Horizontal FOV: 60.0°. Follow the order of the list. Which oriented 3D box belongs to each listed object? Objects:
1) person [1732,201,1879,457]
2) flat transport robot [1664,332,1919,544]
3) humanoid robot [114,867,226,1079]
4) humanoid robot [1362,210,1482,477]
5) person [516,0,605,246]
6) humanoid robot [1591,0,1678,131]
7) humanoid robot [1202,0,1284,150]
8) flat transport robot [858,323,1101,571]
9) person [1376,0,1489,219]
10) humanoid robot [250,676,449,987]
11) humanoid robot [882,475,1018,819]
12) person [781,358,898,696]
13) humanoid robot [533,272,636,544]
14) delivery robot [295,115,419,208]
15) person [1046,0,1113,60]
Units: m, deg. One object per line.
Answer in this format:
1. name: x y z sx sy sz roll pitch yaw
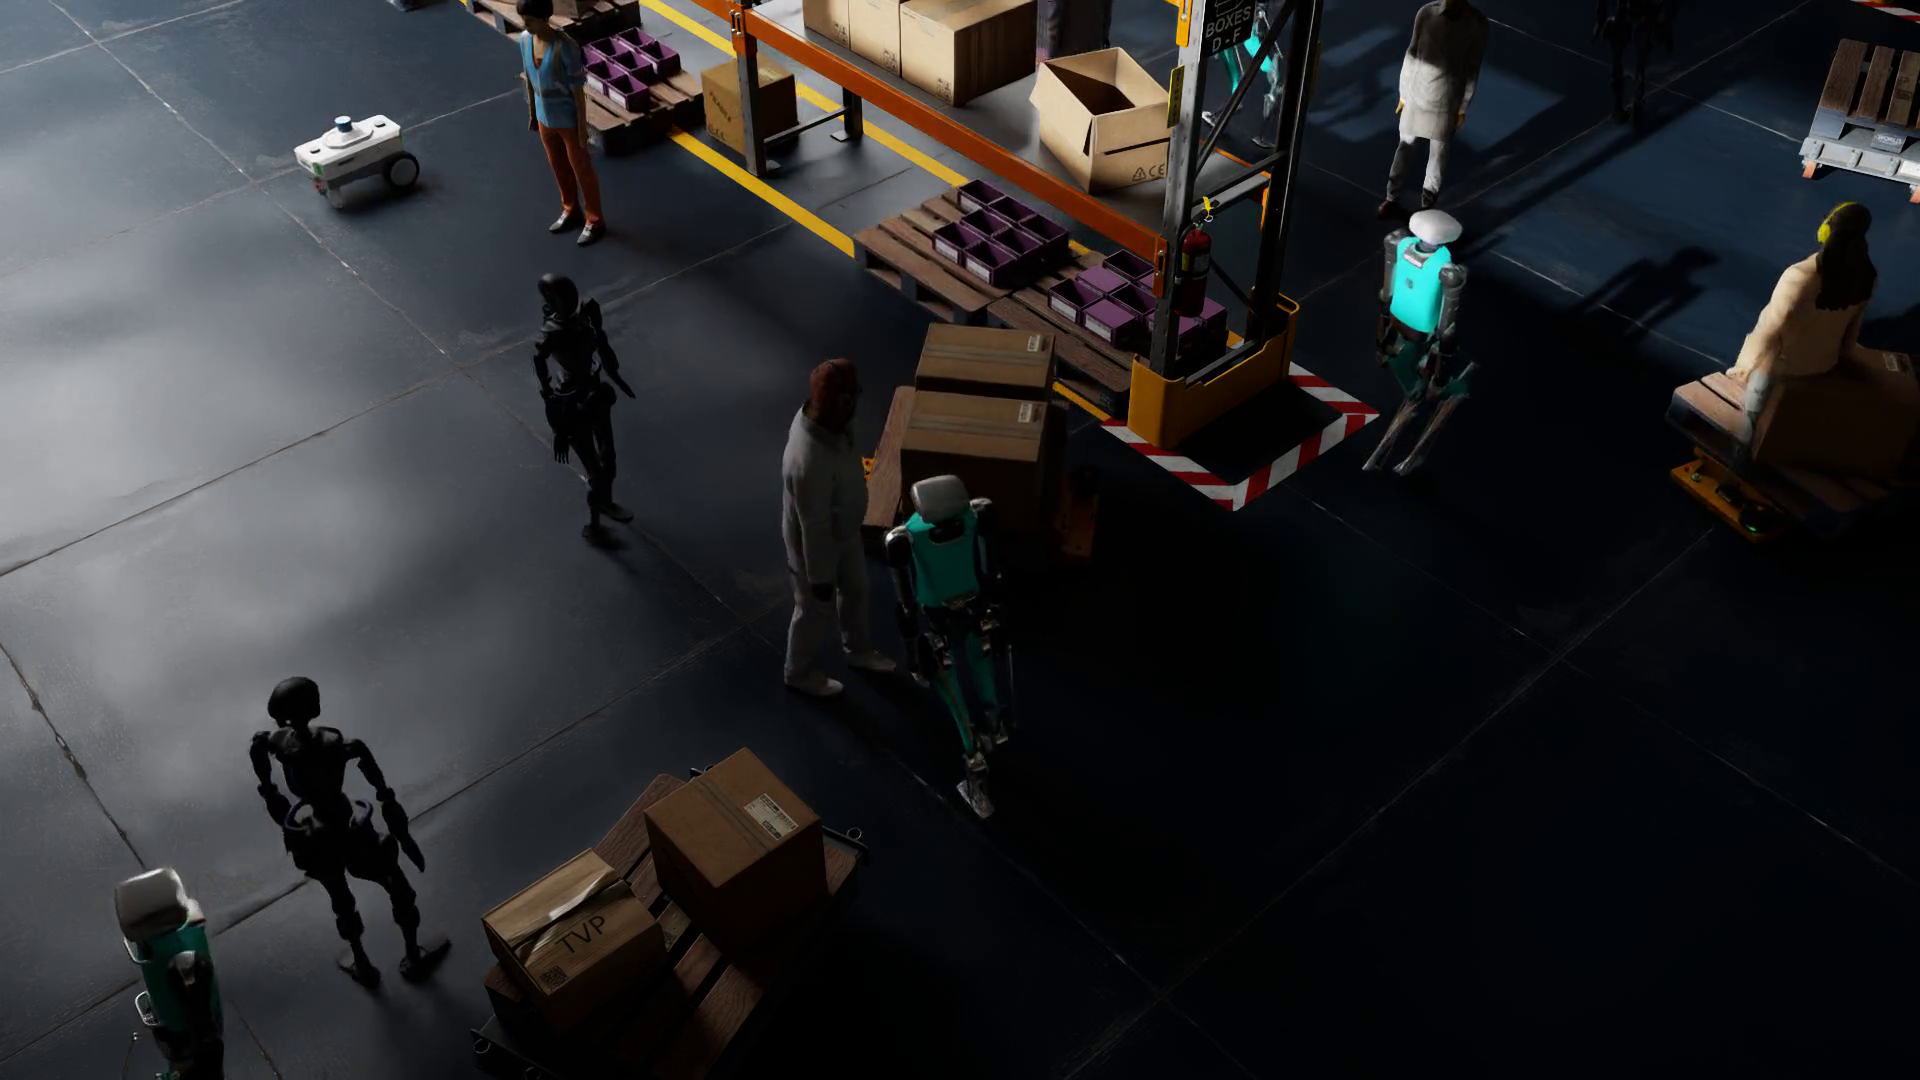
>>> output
1. person: 4.512 -0.972 8.979 0.579 1.865 0.388 -8 43 -9
2. flat transport robot: 4.865 -0.440 9.573 1.431 0.231 0.659 -19 46 -20
3. humanoid robot: -2.893 1.956 5.886 0.875 1.771 0.597 -27 49 -27
4. humanoid robot: 2.626 -1.060 9.172 0.739 1.794 0.540 -24 48 -24
5. person: -2.673 -2.806 11.049 0.497 1.759 0.341 22 47 22
6. humanoid robot: 4.966 -3.803 12.201 0.625 1.627 0.488 22 47 22
7. humanoid robot: 2.086 -3.556 11.901 0.539 1.756 0.990 -17 45 -18
8. flat transport robot: 0.047 -0.204 9.316 1.431 0.231 0.659 6 43 6
9. person: 3.185 -2.971 11.172 0.501 1.834 0.367 17 45 17
10. humanoid robot: -2.510 1.215 6.753 0.610 1.640 0.403 5 43 5
11. humanoid robot: 0.056 0.599 7.400 0.555 1.804 0.819 -18 46 -19
12. person: -0.577 -0.024 7.938 0.581 1.875 0.707 9 43 9
13. humanoid robot: -1.966 -0.733 8.850 0.375 1.652 0.612 19 46 19
14. delivery robot: -4.319 -2.744 11.855 0.515 0.577 0.746 33 52 31
15. person: 0.835 -3.579 11.899 0.577 1.734 0.464 -29 50 -28
